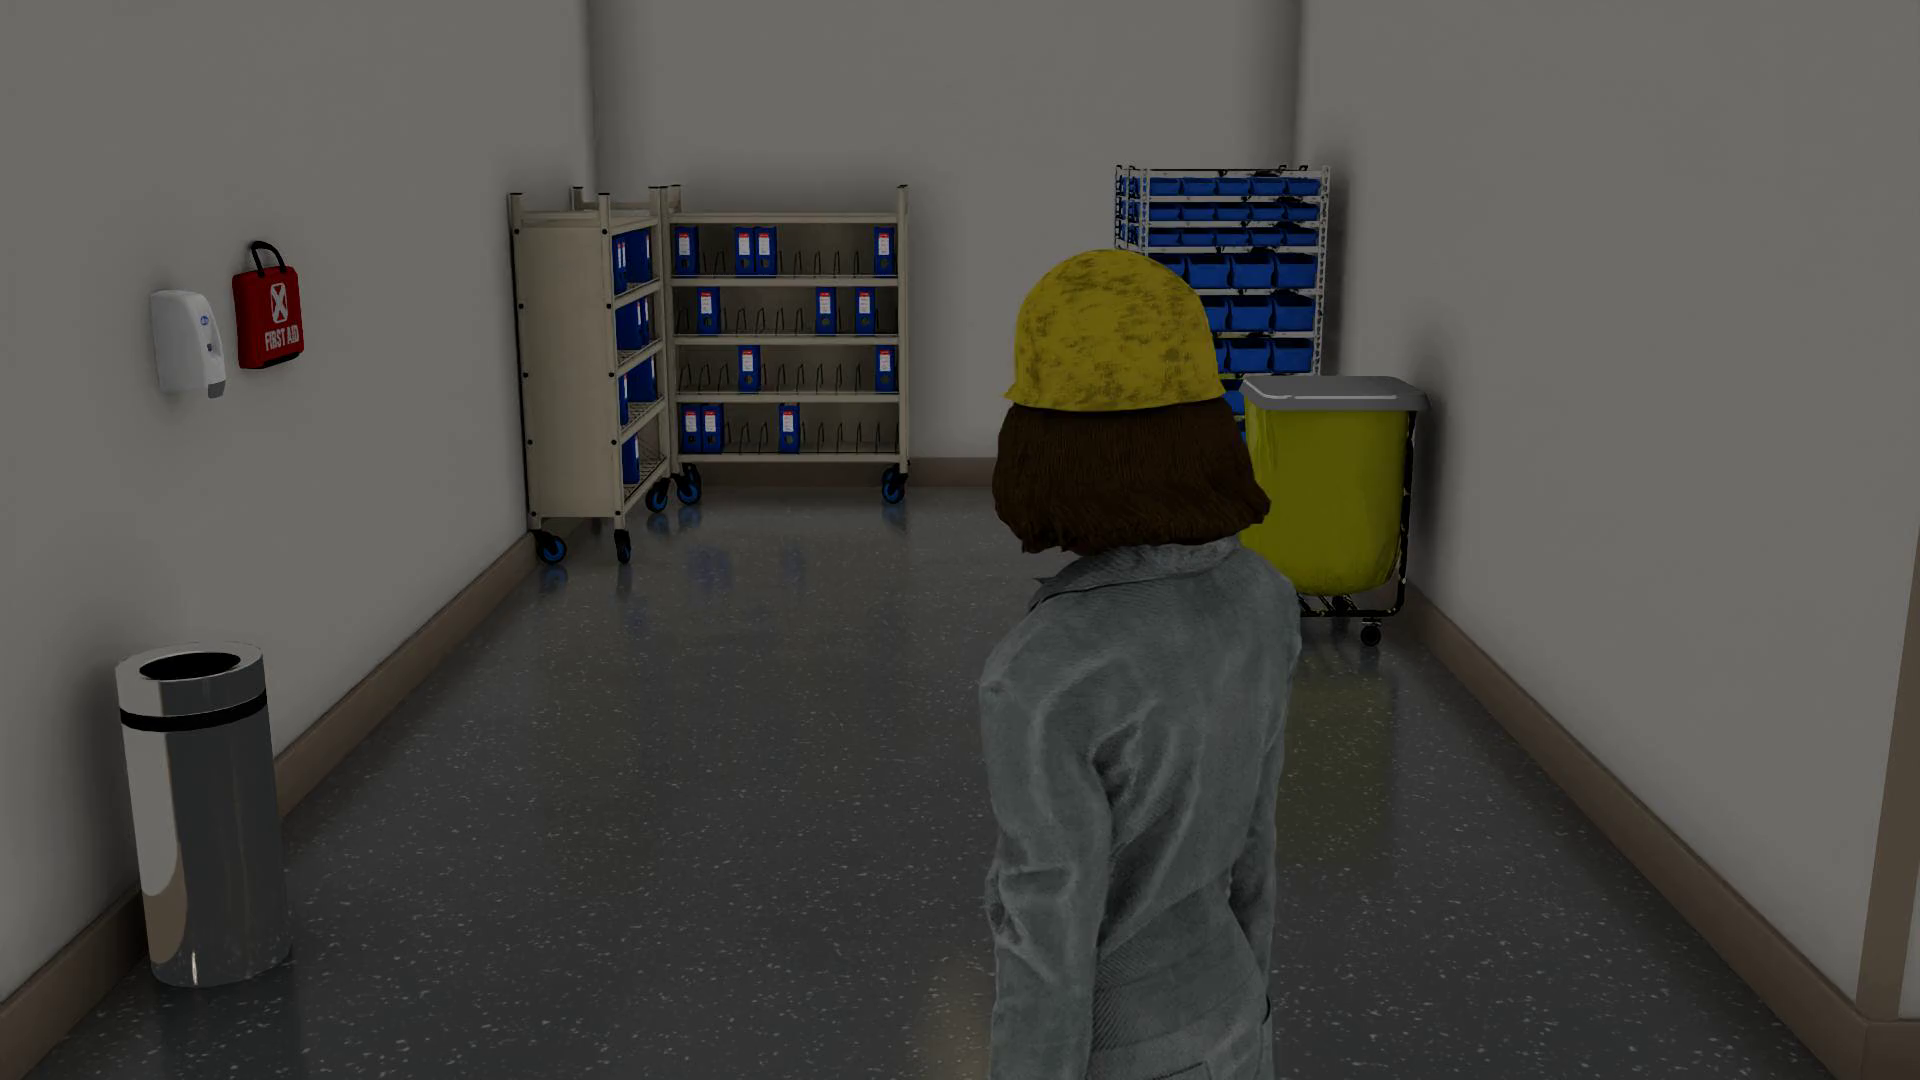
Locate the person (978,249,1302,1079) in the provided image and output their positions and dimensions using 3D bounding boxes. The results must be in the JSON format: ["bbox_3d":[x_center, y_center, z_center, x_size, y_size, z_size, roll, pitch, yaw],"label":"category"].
[{"bbox_3d":[0.169,0.571,1.787,0.322,1.741,0.490,11,17,38],"label":"person"}]
